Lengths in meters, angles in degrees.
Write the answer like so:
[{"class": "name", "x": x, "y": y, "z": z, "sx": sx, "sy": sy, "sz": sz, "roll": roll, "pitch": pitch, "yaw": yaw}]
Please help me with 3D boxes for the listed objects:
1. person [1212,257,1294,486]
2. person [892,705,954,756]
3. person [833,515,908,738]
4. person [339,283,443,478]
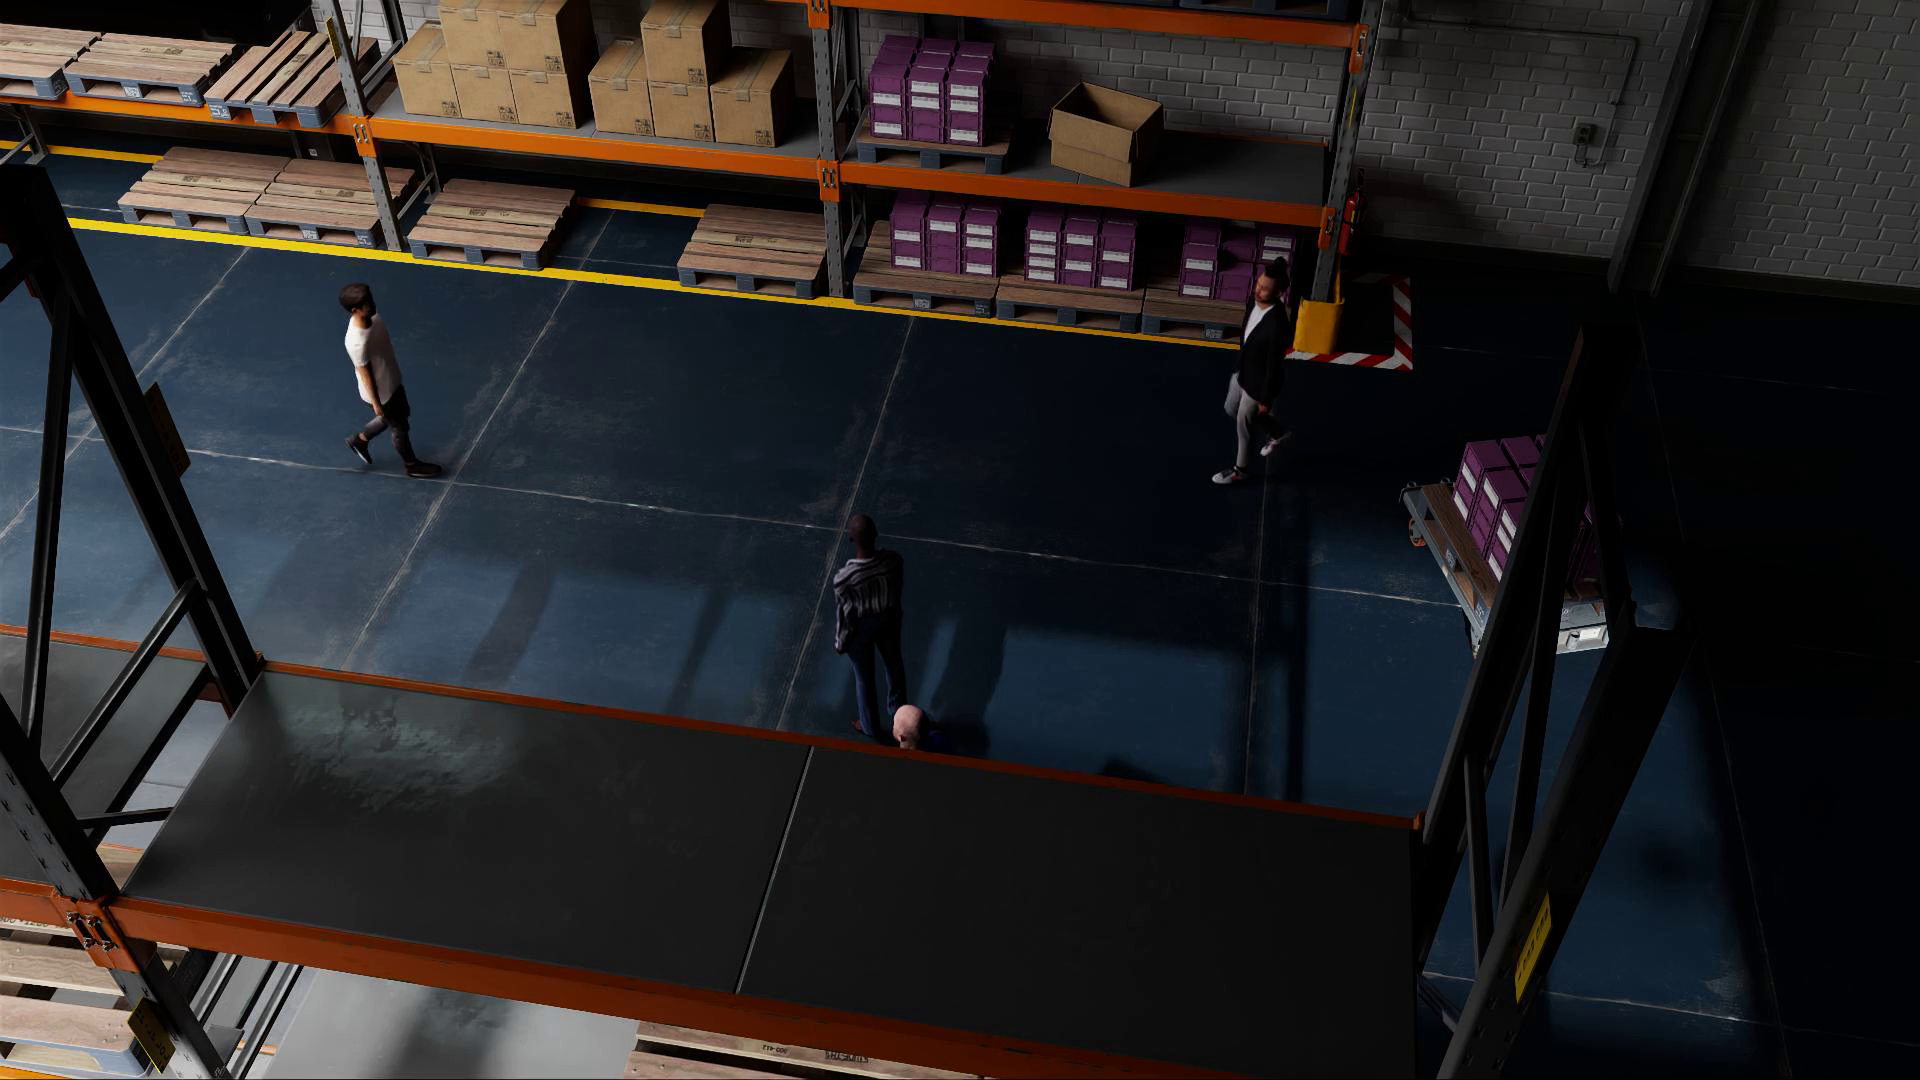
[{"class": "person", "x": 2.209, "y": -1.204, "z": 11.859, "sx": 1.006, "sy": 1.941, "sz": 0.902, "roll": -9, "pitch": 44, "yaw": -9}, {"class": "person", "x": -0.201, "y": 1.605, "z": 9.005, "sx": 1.264, "sy": 1.810, "sz": 1.014, "roll": 25, "pitch": 49, "yaw": 24}, {"class": "person", "x": -0.530, "y": 0.540, "z": 10.134, "sx": 0.692, "sy": 1.795, "sz": 0.756, "roll": -25, "pitch": 49, "yaw": -24}, {"class": "person", "x": -4.233, "y": -1.128, "z": 11.949, "sx": 0.955, "sy": 1.706, "sz": 0.750, "roll": -2, "pitch": 44, "yaw": -2}]
